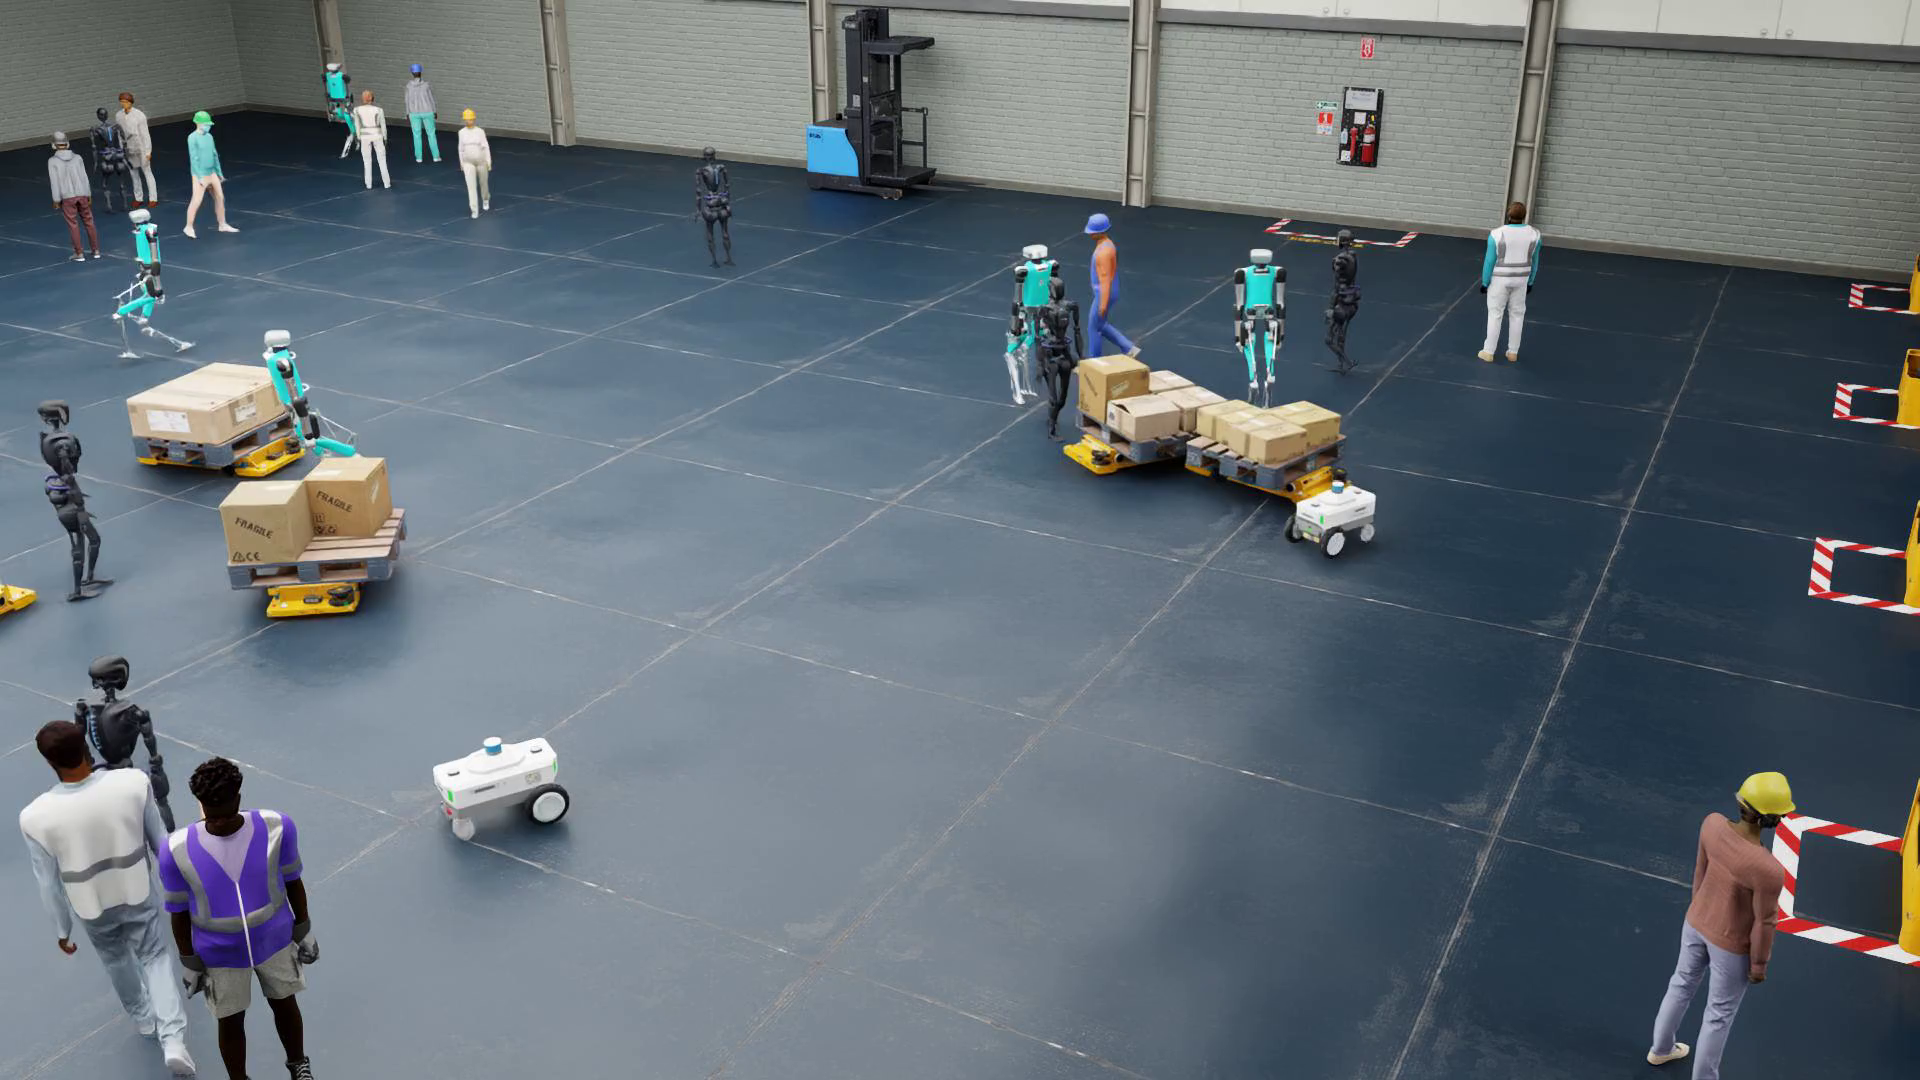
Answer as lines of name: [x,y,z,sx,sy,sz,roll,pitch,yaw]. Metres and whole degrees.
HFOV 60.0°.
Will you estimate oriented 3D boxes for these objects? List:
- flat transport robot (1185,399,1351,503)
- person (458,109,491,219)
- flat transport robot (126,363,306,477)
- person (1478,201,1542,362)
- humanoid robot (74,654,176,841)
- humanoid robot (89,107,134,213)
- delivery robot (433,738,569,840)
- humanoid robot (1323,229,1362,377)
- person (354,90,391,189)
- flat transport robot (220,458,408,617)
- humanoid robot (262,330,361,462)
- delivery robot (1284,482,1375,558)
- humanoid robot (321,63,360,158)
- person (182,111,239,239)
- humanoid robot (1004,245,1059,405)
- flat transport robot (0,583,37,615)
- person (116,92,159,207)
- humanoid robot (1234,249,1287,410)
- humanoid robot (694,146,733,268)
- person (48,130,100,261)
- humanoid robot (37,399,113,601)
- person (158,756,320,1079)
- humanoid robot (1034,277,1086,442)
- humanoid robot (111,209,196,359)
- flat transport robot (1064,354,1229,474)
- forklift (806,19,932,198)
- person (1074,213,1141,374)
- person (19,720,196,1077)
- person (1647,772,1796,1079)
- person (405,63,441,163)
flat transport robot: [2.889,-0.653,15.682,1.431,0.231,0.659,21,31,40]
person: [-7.681,-5.998,26.367,0.487,1.656,0.857,-4,24,-10]
flat transport robot: [-7.178,-0.869,16.186,1.431,0.231,0.659,7,24,15]
person: [6.269,-2.953,19.047,0.621,1.844,0.429,-1,23,-1]
humanoid robot: [-4.592,1.385,9.178,0.584,1.634,0.657,6,24,15]
humanoid robot: [-13.451,-6.019,26.379,0.327,1.649,0.612,20,30,39]
delivery robot: [-2.846,1.495,10.302,0.752,0.581,0.504,-14,27,-29]
humanoid robot: [4.327,-2.634,18.511,0.426,1.641,0.611,15,27,31]
person: [-9.985,-6.794,28.259,0.506,1.630,0.315,-5,24,-12]
flat transport robot: [-5.189,0.242,13.599,0.659,0.231,1.431,-4,24,-8]
humanoid robot: [-5.647,-0.988,14.733,0.782,1.863,0.537,-15,27,-31]
delivery robot: [3.203,-0.195,14.274,0.808,0.610,0.499,-16,28,-32]
humanoid robot: [-11.458,-8.099,31.218,0.552,1.761,1.012,3,23,7]
person: [-11.359,-5.463,24.890,0.550,1.844,0.778,8,24,18]
humanoid robot: [0.646,-2.301,17.694,0.580,1.802,0.834,-15,27,-31]
flat transport robot: [-7.908,0.621,12.716,0.659,0.231,1.431,8,25,19]
person: [-13.306,-6.296,26.845,0.514,1.827,0.361,2,23,4]
humanoid robot: [3.085,-2.034,17.028,0.538,1.777,0.763,0,23,0]
humanoid robot: [-3.432,-4.638,23.172,0.601,1.662,0.309,-19,30,-38]
person: [-12.576,-4.872,23.547,0.368,1.813,0.540,18,29,36]
humanoid robot: [-7.007,-0.325,13.129,0.388,1.646,0.599,-16,28,-32]
person: [-3.294,1.865,7.683,0.602,1.958,0.376,-13,27,-28]
humanoid robot: [0.990,-1.841,16.712,0.607,1.654,0.579,-12,26,-26]
humanoid robot: [-9.443,-2.866,19.058,1.083,1.773,0.552,-19,29,-37]
flat transport robot: [1.824,-0.917,16.297,1.431,0.231,0.659,-11,26,-24]
forklift: [-1.573,-7.292,27.850,1.873,2.768,1.129,12,26,25]
person: [1.648,-2.714,18.455,0.661,1.865,0.557,2,23,5]
person: [-4.090,1.751,8.056,0.626,1.869,0.850,-15,27,-31]
person: [3.663,1.874,7.923,0.343,1.759,0.515,-8,24,-17]
person: [-9.842,-7.789,30.390,0.534,1.775,0.357,-5,24,-11]
